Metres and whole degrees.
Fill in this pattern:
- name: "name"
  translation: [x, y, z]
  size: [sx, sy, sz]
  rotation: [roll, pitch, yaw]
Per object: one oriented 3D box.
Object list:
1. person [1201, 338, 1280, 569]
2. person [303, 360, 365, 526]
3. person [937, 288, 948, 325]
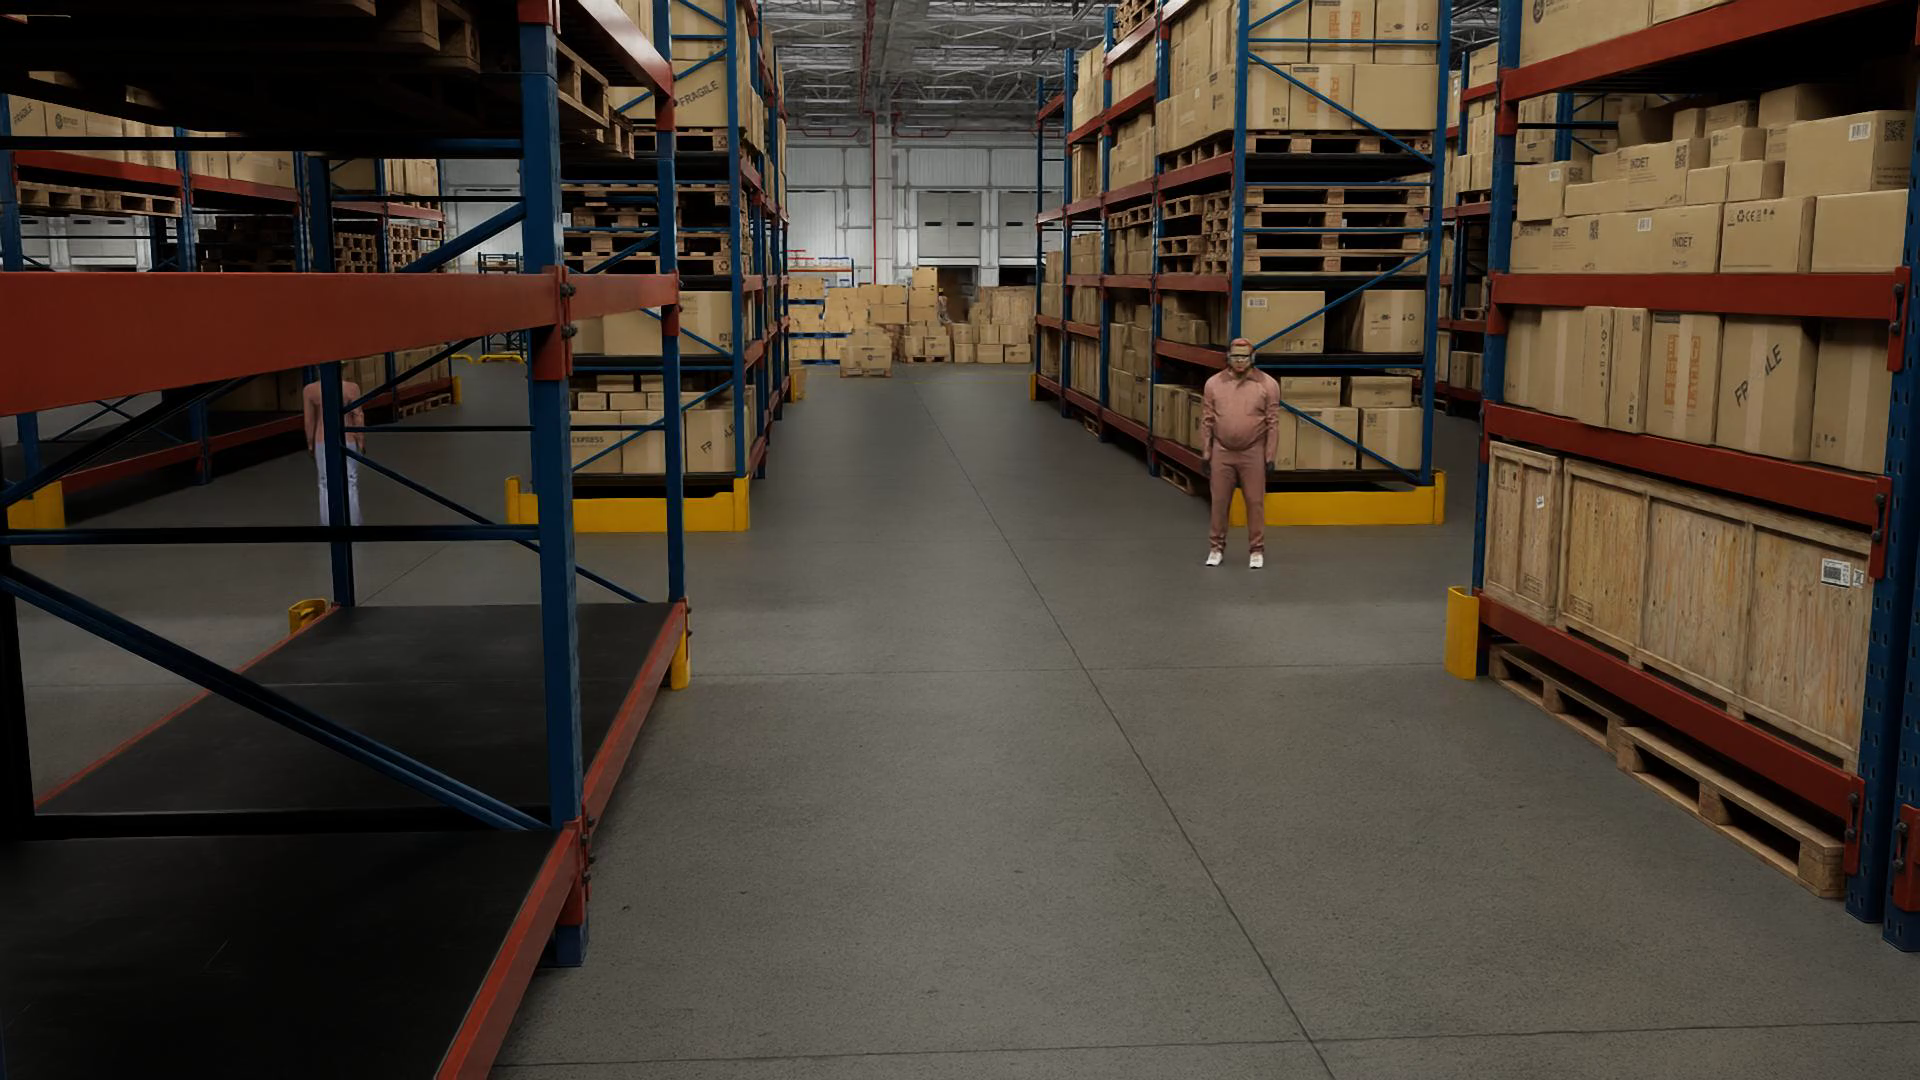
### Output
- name: "person"
  translation: [2.291, -0.709, 13.674]
  size: [0.645, 1.898, 0.398]
  rotation: [3, 10, 20]
- name: "person"
  translation: [-5.678, -0.875, 15.137]
  size: [0.524, 1.762, 0.325]
  rotation: [-1, 9, -7]
- name: "person"
  translation: [-0.707, -9.347, 67.977]
  size: [1.001, 1.883, 0.582]
  rotation: [9, 13, 43]
